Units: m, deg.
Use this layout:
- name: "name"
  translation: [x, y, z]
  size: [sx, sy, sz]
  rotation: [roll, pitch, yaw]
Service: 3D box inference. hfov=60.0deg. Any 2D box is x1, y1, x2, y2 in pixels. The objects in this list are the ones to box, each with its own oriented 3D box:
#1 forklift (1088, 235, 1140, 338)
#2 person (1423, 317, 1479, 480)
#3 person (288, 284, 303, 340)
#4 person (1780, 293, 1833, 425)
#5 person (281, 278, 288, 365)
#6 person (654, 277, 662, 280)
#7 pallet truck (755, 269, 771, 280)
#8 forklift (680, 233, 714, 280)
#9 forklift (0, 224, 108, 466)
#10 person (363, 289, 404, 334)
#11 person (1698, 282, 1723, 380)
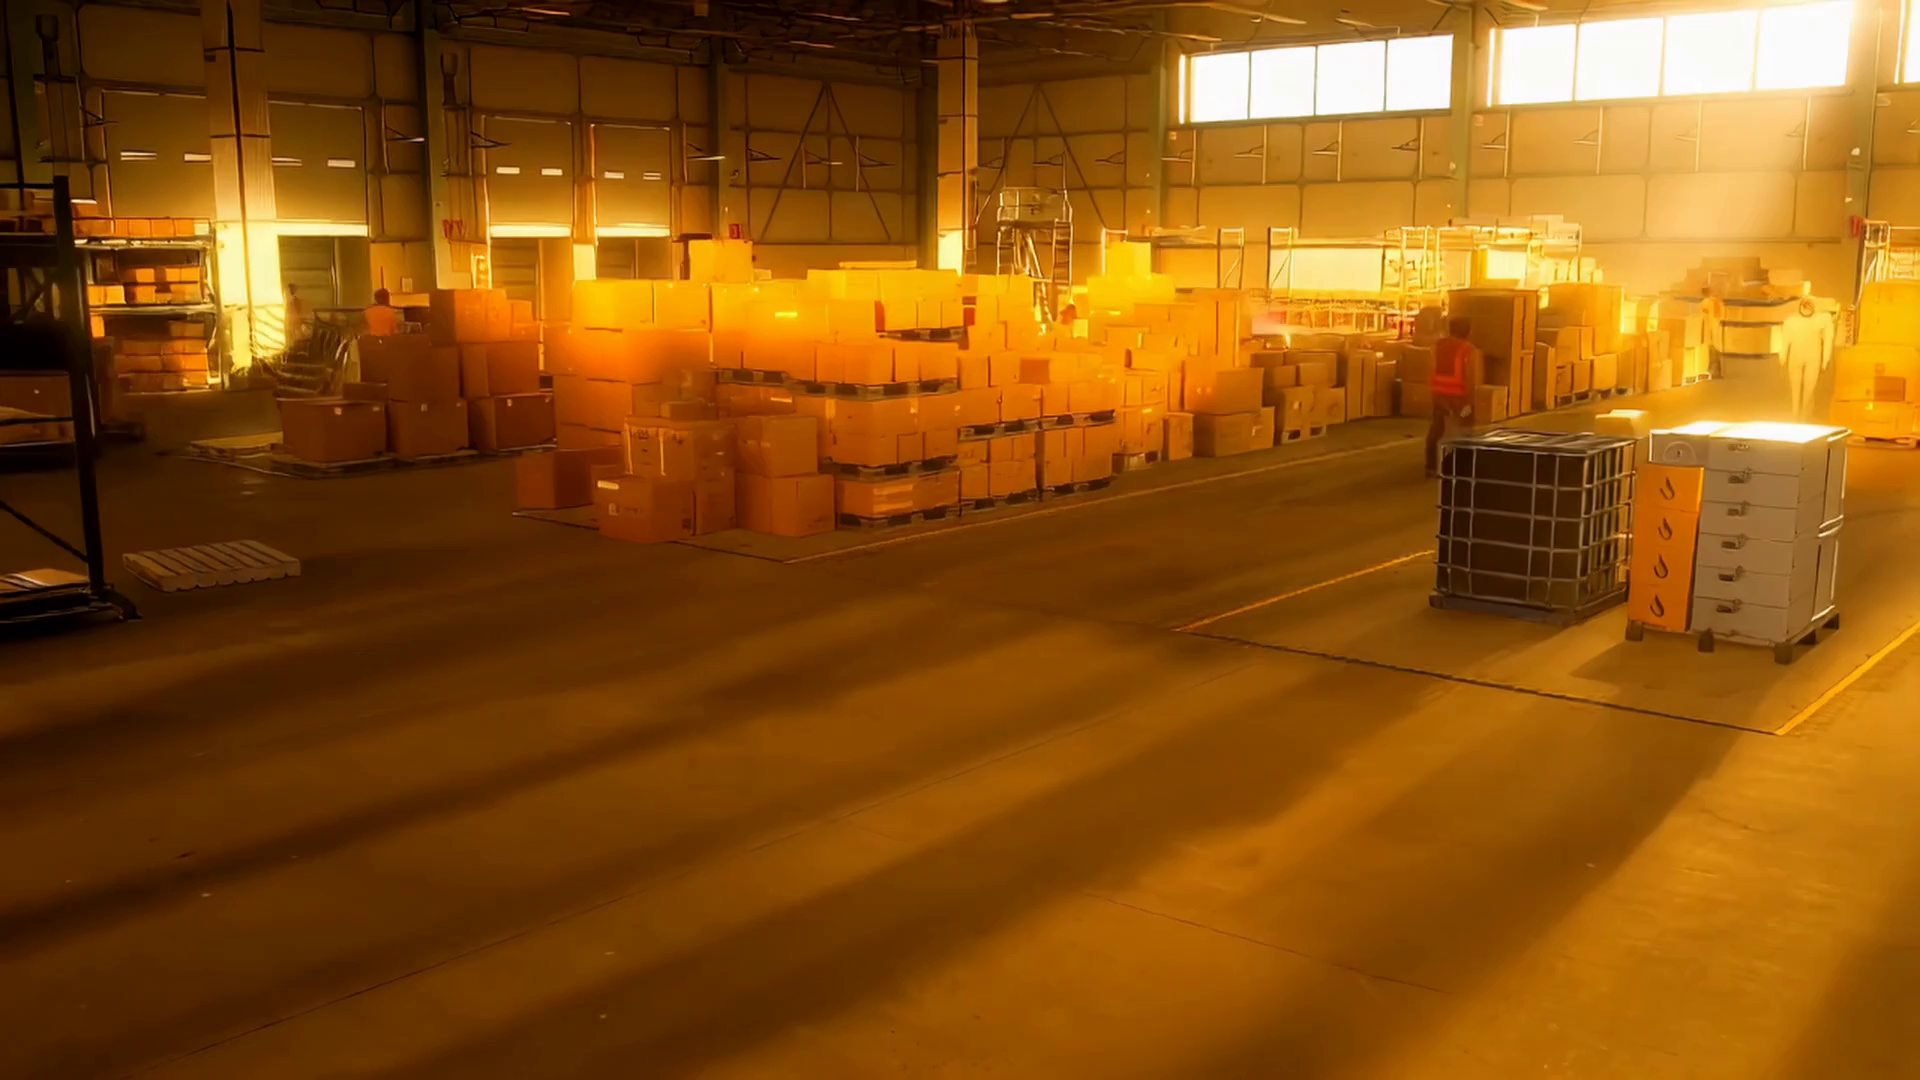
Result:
- name: "forklift"
  translation: [3.948, -5.574, 38.131]
  size: [1.873, 2.768, 1.129]
  rotation: [4, 11, 21]
- name: "person"
  translation: [5.509, -1.567, 18.402]
  size: [0.954, 1.791, 0.624]
  rotation: [-8, 13, -39]
- name: "person"
  translation: [-15.780, -5.206, 39.428]
  size: [0.360, 1.685, 0.538]
  rotation: [-9, 13, -41]
- name: "person"
  translation: [11.816, -2.488, 23.268]
  size: [0.657, 1.922, 0.448]
  rotation: [6, 12, 30]
- name: "person"
  translation: [-14.548, -4.619, 35.454]
  size: [0.622, 1.907, 0.607]
  rotation: [-10, 14, -44]
- name: "person"
  translation: [-6.520, -4.725, 36.021]
  size: [0.636, 1.928, 0.387]
  rotation: [-5, 11, -26]
- name: "pallet truck"
  translation: [-4.996, -6.432, 45.525]
  size: [1.885, 1.965, 0.823]
  rotation: [-6, 12, -32]
- name: "forklift"
  translation: [-5.114, -4.592, 32.538]
  size: [1.873, 2.768, 1.129]
  rotation: [3, 10, 14]
- name: "forklift"
  translation: [-10.918, -2.336, 19.690]
  size: [1.129, 2.768, 1.873]
  rotation: [-4, 11, -22]
- name: "person"
  translation: [-8.900, -2.947, 25.915]
  size: [0.642, 1.912, 0.763]
  rotation: [5, 11, 24]
- name: "person"
  translation: [14.549, -4.095, 32.533]
  size: [0.573, 1.876, 1.011]
  rotation: [-5, 11, -27]
